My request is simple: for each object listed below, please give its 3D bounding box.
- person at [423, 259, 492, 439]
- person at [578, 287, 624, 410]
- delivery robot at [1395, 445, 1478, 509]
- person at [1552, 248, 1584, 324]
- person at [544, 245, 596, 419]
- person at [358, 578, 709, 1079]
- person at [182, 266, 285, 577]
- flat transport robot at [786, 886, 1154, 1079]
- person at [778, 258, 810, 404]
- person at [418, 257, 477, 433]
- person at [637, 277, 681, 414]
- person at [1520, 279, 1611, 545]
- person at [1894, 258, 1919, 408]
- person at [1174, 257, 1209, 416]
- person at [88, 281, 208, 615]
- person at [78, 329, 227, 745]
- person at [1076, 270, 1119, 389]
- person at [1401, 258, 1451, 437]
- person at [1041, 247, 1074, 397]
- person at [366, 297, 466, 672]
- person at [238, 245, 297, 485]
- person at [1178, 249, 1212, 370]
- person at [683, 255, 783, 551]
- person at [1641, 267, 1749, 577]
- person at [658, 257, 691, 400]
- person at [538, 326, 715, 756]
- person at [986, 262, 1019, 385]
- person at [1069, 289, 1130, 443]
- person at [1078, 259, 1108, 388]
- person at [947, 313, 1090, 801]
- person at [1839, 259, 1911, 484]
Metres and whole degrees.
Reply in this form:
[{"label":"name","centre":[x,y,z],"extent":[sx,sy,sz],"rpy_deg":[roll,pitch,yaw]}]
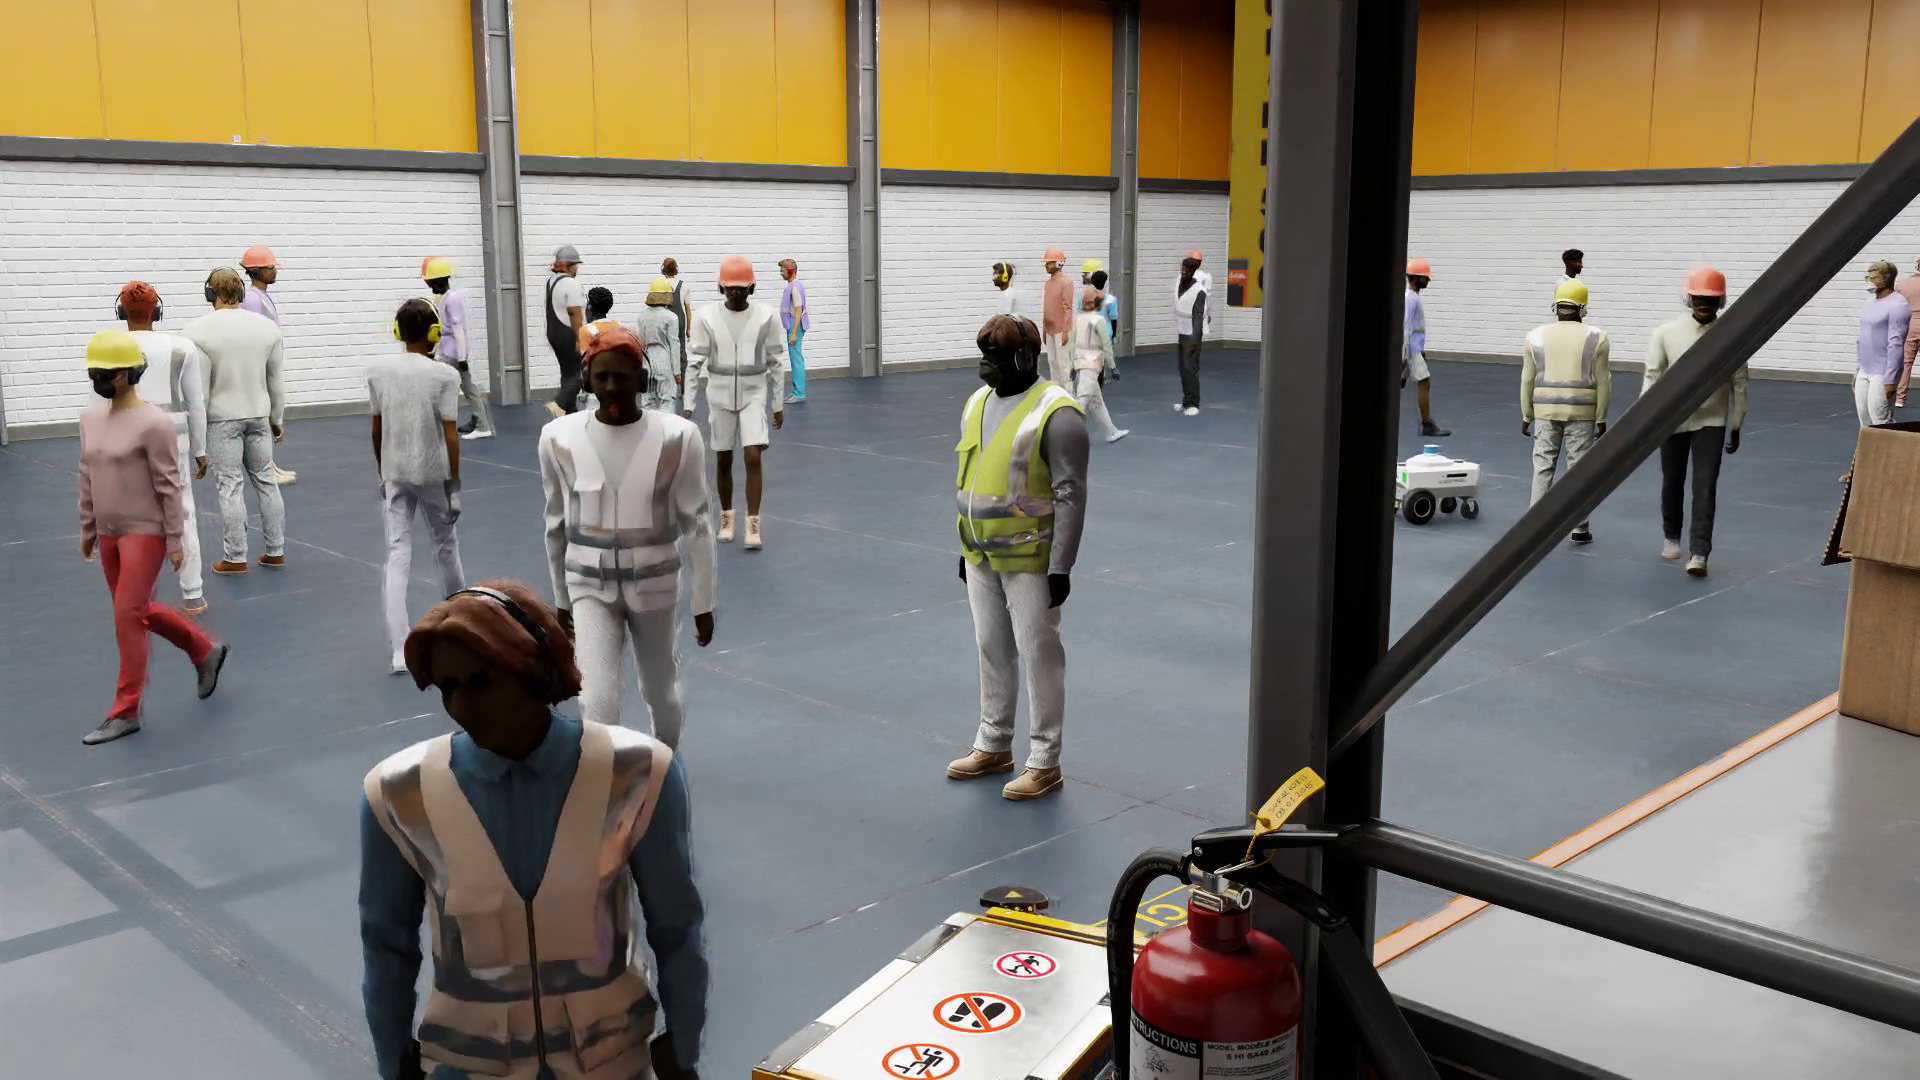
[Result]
[{"label":"person","centre":[-5.380,-1.953,17.237],"extent":[1.005,1.870,0.611],"rpy_deg":[-3,11,-15]},{"label":"person","centre":[-3.056,-1.316,14.258],"extent":[0.317,1.696,0.538],"rpy_deg":[6,12,31]},{"label":"delivery robot","centre":[3.537,-0.473,12.520],"extent":[0.707,0.478,0.477],"rpy_deg":[-4,11,-20]},{"label":"person","centre":[7.663,-2.684,20.980],"extent":[0.367,1.967,0.606],"rpy_deg":[6,12,30]},{"label":"person","centre":[-4.317,-2.252,18.422],"extent":[0.586,2.000,0.711],"rpy_deg":[-8,13,-36]},{"label":"person","centre":[-0.691,0.855,2.655],"extent":[0.571,1.624,0.386],"rpy_deg":[-3,11,-14]},{"label":"person","centre":[-4.538,-0.738,10.446],"extent":[0.353,1.937,0.635],"rpy_deg":[8,13,38]},{"label":"flat transport robot","centre":[0.072,1.243,4.193],"extent":[0.652,0.197,1.431],"rpy_deg":[5,12,27]},{"label":"person","centre":[-2.099,-2.647,21.132],"extent":[0.388,1.838,0.563],"rpy_deg":[-2,11,-10]},{"label":"person","centre":[-5.606,-2.085,17.934],"extent":[0.949,1.879,0.581],"rpy_deg":[-2,11,-10]},{"label":"person","centre":[-2.856,-1.636,15.911],"extent":[0.483,1.736,0.341],"rpy_deg":[6,12,30]},{"label":"person","centre":[4.182,-0.879,11.498],"extent":[0.588,1.835,0.403],"rpy_deg":[6,12,28]},{"label":"person","centre":[11.836,-2.564,20.494],"extent":[0.640,1.909,0.409],"rpy_deg":[8,13,36]},{"label":"person","centre":[2.718,-2.428,19.852],"extent":[0.405,1.873,0.761],"rpy_deg":[-3,11,-18]},{"label":"person","centre":[-4.498,-0.492,9.260],"extent":[0.576,1.883,0.354],"rpy_deg":[-6,12,-29]},{"label":"person","centre":[-3.542,-0.052,7.223],"extent":[0.528,1.740,0.781],"rpy_deg":[5,12,26]},{"label":"person","centre":[1.764,-2.617,21.382],"extent":[0.564,1.676,0.480],"rpy_deg":[3,11,15]},{"label":"person","centre":[4.736,-2.048,17.710],"extent":[0.945,1.905,0.555],"rpy_deg":[2,11,13]},{"label":"person","centre":[1.178,-2.583,20.398],"extent":[0.396,1.989,0.619],"rpy_deg":[-5,11,-24]},{"label":"person","centre":[-2.719,-0.303,8.389],"extent":[0.534,1.815,0.963],"rpy_deg":[0,10,2]},{"label":"person","centre":[-5.948,-1.494,14.272],"extent":[0.370,2.048,0.608],"rpy_deg":[-3,11,-18]},{"label":"person","centre":[3.678,-3.611,26.185],"extent":[0.543,1.914,0.582],"rpy_deg":[3,11,18]},{"label":"person","centre":[-1.536,-0.924,11.298],"extent":[0.671,1.989,0.887],"rpy_deg":[-1,10,-5]},{"label":"person","centre":[4.690,-0.770,10.653],"extent":[0.624,1.941,1.060],"rpy_deg":[5,11,24]},{"label":"person","centre":[-3.725,-2.718,21.496],"extent":[0.520,1.844,0.330],"rpy_deg":[-6,12,-31]},{"label":"person","centre":[-1.149,0.159,5.848],"extent":[0.587,1.846,0.942],"rpy_deg":[-1,10,-4]},{"label":"person","centre":[0.578,-2.269,19.090],"extent":[0.927,1.833,0.535],"rpy_deg":[-2,11,-11]},{"label":"person","centre":[1.375,-1.707,16.668],"extent":[0.870,1.594,0.519],"rpy_deg":[-4,11,-22]},{"label":"person","centre":[1.754,-2.844,22.252],"extent":[0.423,1.817,0.626],"rpy_deg":[3,11,16]},{"label":"person","centre":[0.196,0.063,6.345],"extent":[0.429,1.841,0.634],"rpy_deg":[-8,13,-38]},{"label":"person","centre":[7.763,-1.395,14.067],"extent":[0.373,1.931,0.629],"rpy_deg":[1,10,4]}]
